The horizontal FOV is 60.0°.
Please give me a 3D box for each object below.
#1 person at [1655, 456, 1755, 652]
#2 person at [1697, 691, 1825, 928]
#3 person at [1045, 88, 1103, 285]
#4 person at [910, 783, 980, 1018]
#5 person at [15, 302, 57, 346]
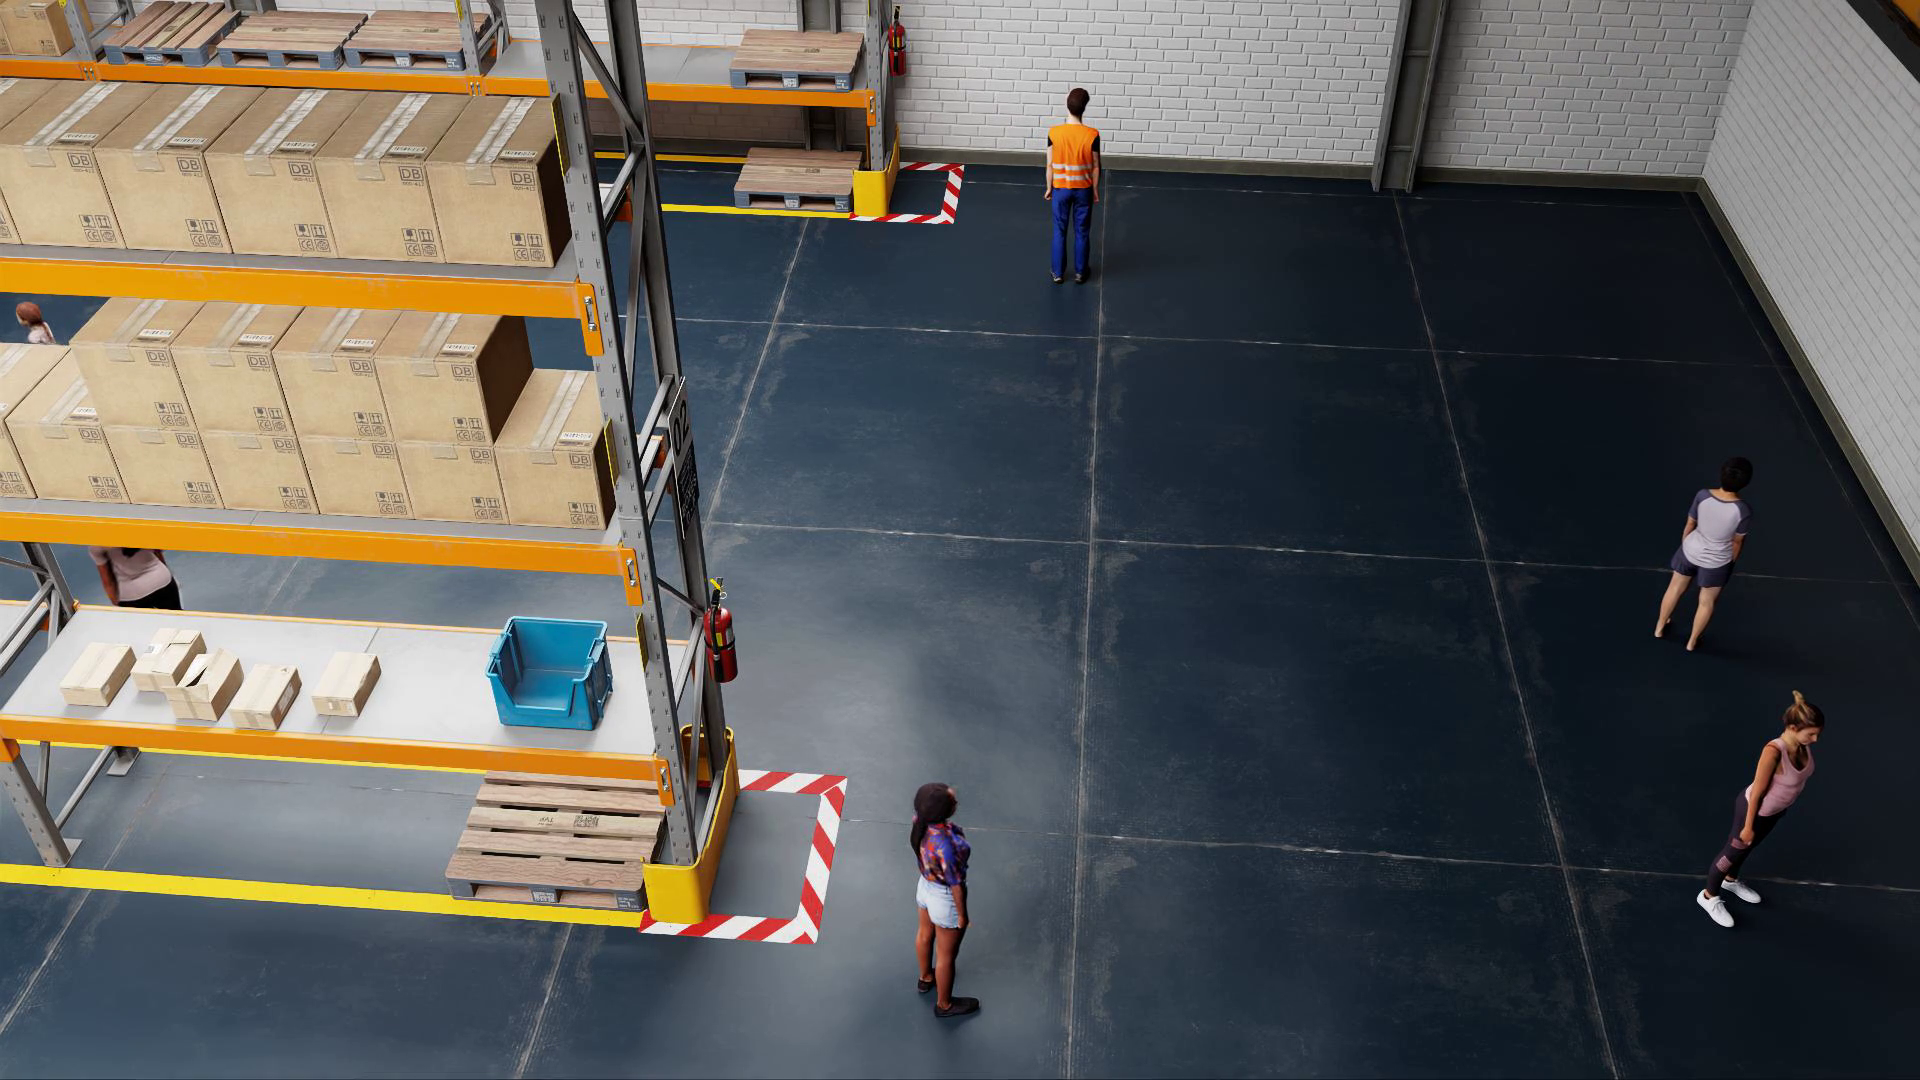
[{"bbox_3d":[5.159,0.090,11.463,0.627,1.564,0.702,31,48,33],"label":"person"},{"bbox_3d":[4.625,1.519,9.591,0.642,1.667,0.711,-25,45,-28],"label":"person"},{"bbox_3d":[1.044,-3.257,15.394,0.537,1.888,0.714,3,39,4],"label":"person"},{"bbox_3d":[-0.107,1.932,9.013,0.692,1.743,0.669,-20,43,-23],"label":"person"},{"bbox_3d":[-7.401,-1.415,13.650,0.544,1.186,0.542,-2,39,-3],"label":"person"}]
